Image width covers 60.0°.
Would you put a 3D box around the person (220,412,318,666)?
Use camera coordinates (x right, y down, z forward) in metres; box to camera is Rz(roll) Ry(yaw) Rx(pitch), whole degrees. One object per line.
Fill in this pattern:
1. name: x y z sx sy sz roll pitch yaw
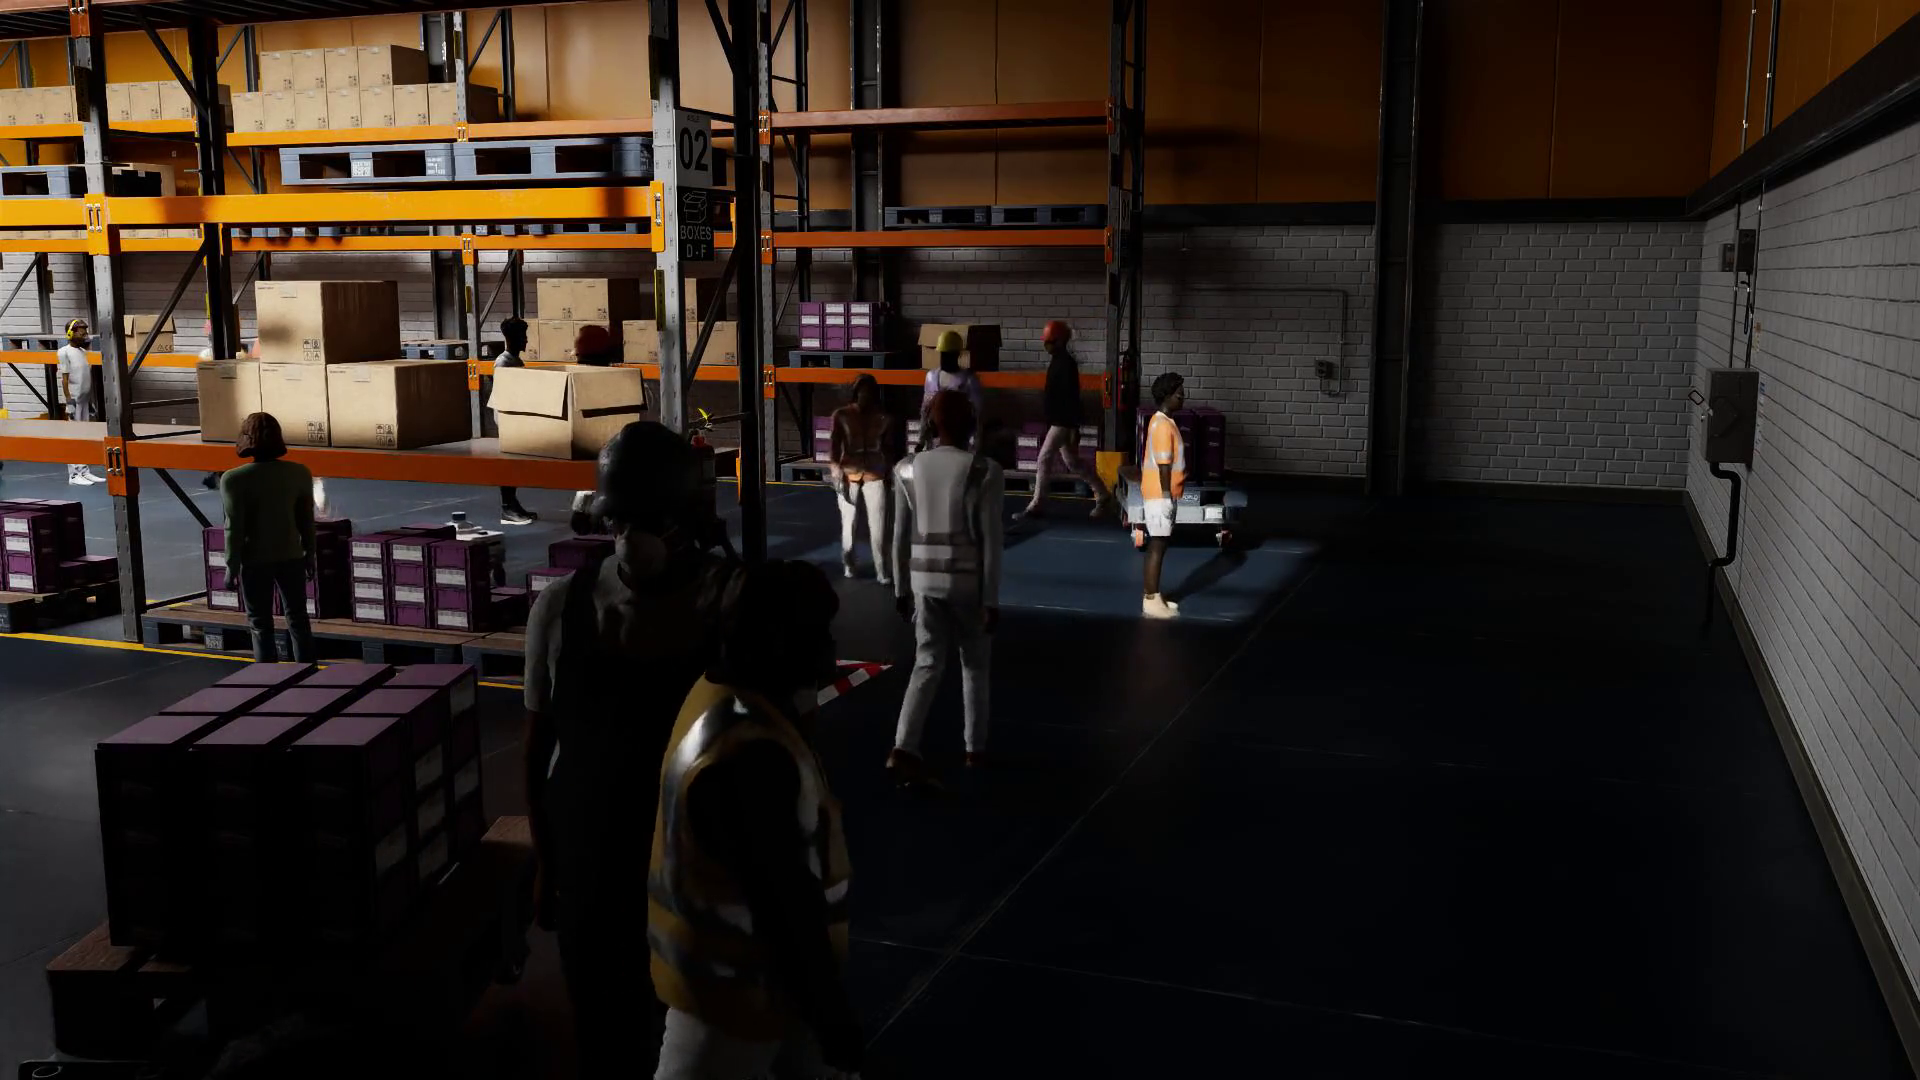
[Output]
1. person: -3.685 0.133 8.899 0.265 1.632 0.507 8 12 40

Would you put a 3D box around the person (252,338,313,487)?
1. person: -4.884 -0.507 12.000 0.545 1.927 0.385 7 11 36

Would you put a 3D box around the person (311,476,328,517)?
1. person: -6.026 -0.966 15.231 0.669 1.815 0.610 -5 10 -28

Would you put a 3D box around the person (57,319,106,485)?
1. person: -9.914 -1.548 18.736 0.329 1.865 0.509 0 9 -2

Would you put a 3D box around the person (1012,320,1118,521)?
1. person: 1.045 -1.152 16.018 1.025 1.948 0.632 -1 9 -9

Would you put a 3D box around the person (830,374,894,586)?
1. person: -0.747 -0.474 12.800 0.519 1.624 0.579 -2 9 -13

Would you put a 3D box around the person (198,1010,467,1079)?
1. person: -0.325 1.245 1.107 0.620 1.885 0.883 -8 12 -40

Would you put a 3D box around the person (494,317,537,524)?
1. person: -4.238 -1.136 15.827 0.362 1.963 0.614 -1 9 -4

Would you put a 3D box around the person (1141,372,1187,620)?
1. person: 1.406 -0.309 11.473 0.317 1.695 0.540 1 9 4

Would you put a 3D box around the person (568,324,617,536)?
1. person: -2.510 -0.492 11.617 0.427 2.019 0.653 -6 11 -32

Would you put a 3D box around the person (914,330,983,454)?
1. person: -0.042 -0.914 14.693 0.588 1.889 0.946 8 12 42

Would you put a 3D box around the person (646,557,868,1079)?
1. person: -0.439 0.919 3.520 1.004 1.787 0.616 0 9 -3

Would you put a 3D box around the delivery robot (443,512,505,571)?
1. delivery robot: -3.796 0.030 12.627 0.707 0.478 0.477 6 11 33

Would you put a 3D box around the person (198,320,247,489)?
1. person: -8.187 -1.524 18.509 0.553 1.881 1.029 -1 9 -7

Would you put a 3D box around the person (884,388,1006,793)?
1. person: -0.080 0.226 7.675 0.576 1.851 0.876 3 10 20

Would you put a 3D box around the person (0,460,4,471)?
1. person: -8.237 -0.732 13.824 0.591 1.790 0.892 -2 9 -13
